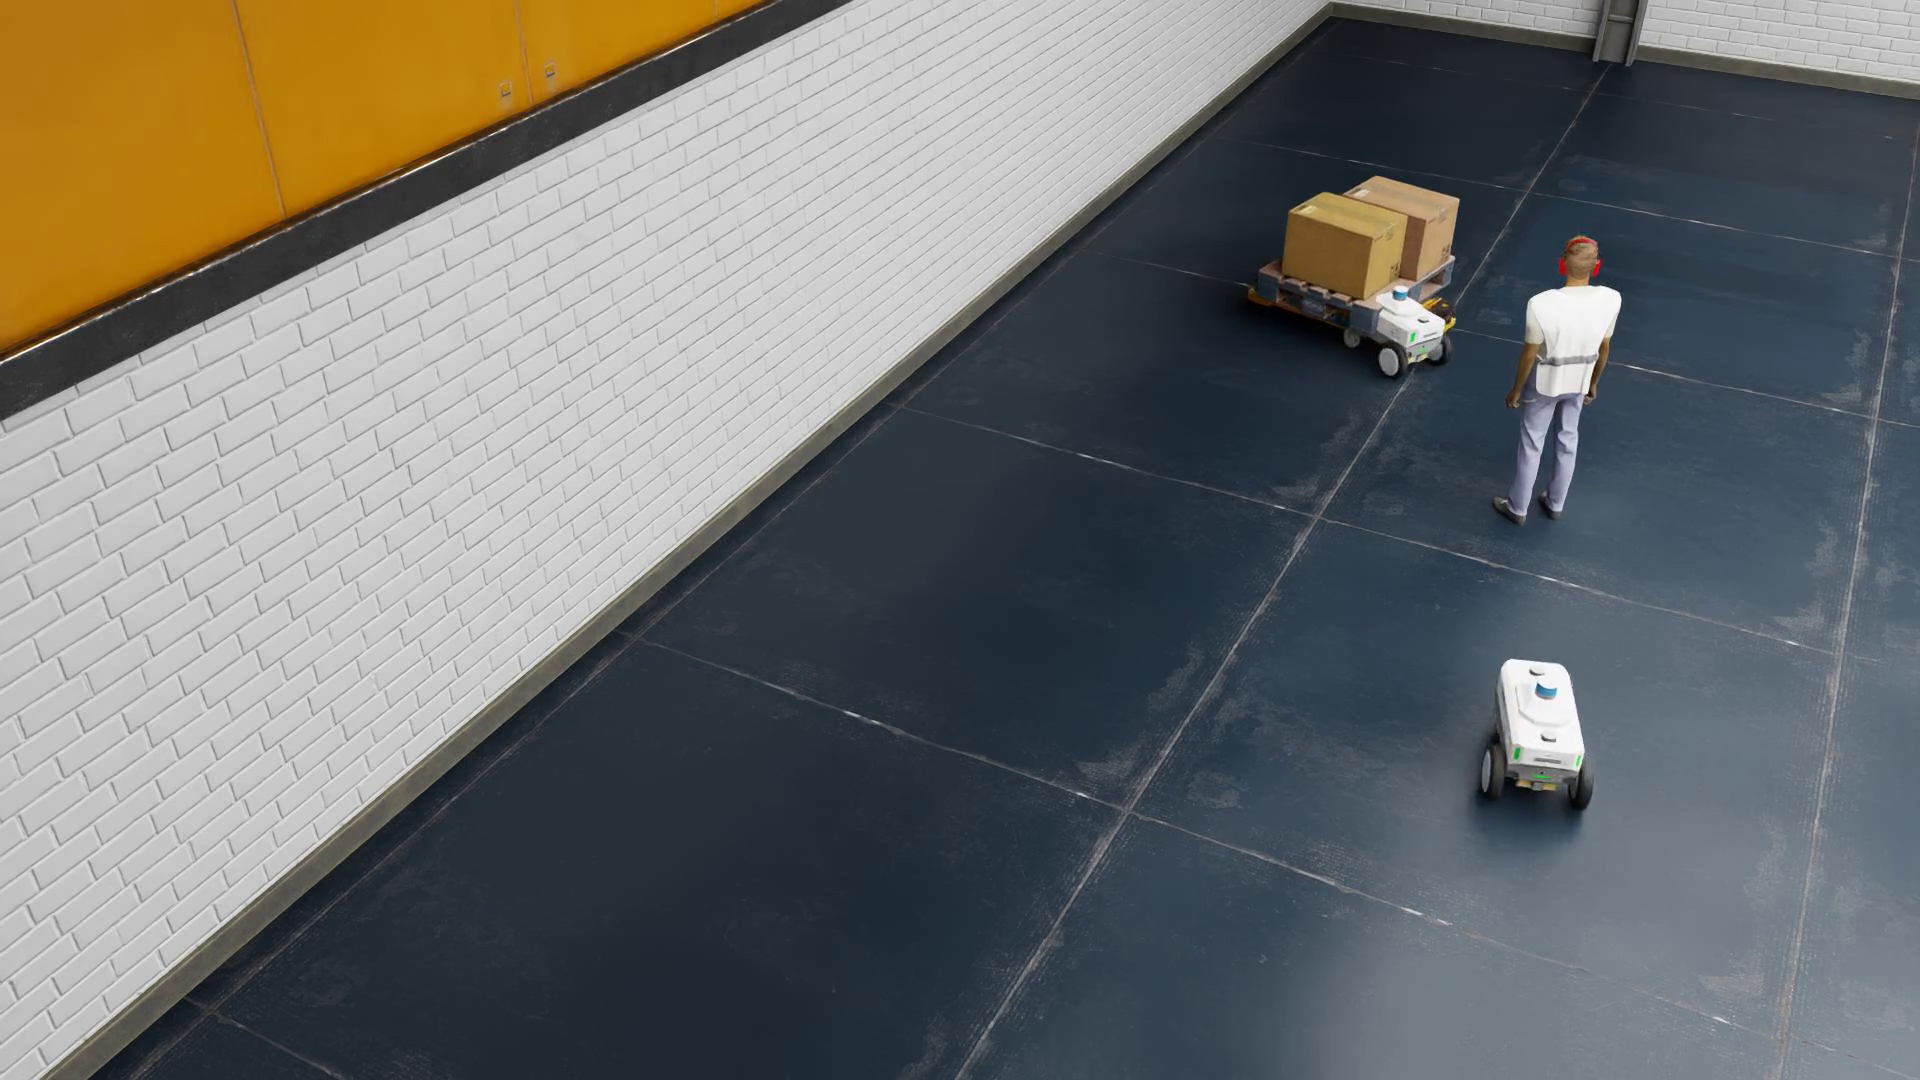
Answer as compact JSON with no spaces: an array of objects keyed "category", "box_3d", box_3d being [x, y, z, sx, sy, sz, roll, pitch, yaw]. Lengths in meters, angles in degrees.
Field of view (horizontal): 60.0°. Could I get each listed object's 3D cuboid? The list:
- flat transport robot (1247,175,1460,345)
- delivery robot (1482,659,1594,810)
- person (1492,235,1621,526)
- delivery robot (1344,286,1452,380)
[{"category":"flat transport robot","box_3d":[2.978,-1.805,12.664,1.431,0.231,0.659,26,42,33]},{"category":"delivery robot","box_3d":[2.895,0.957,8.297,0.529,0.594,0.766,6,34,8]},{"category":"person","box_3d":[3.559,-0.915,9.929,0.563,1.841,0.387,-5,34,-7]},{"category":"delivery robot","box_3d":[3.156,-1.526,12.009,0.499,0.614,0.812,-17,38,-24]}]
